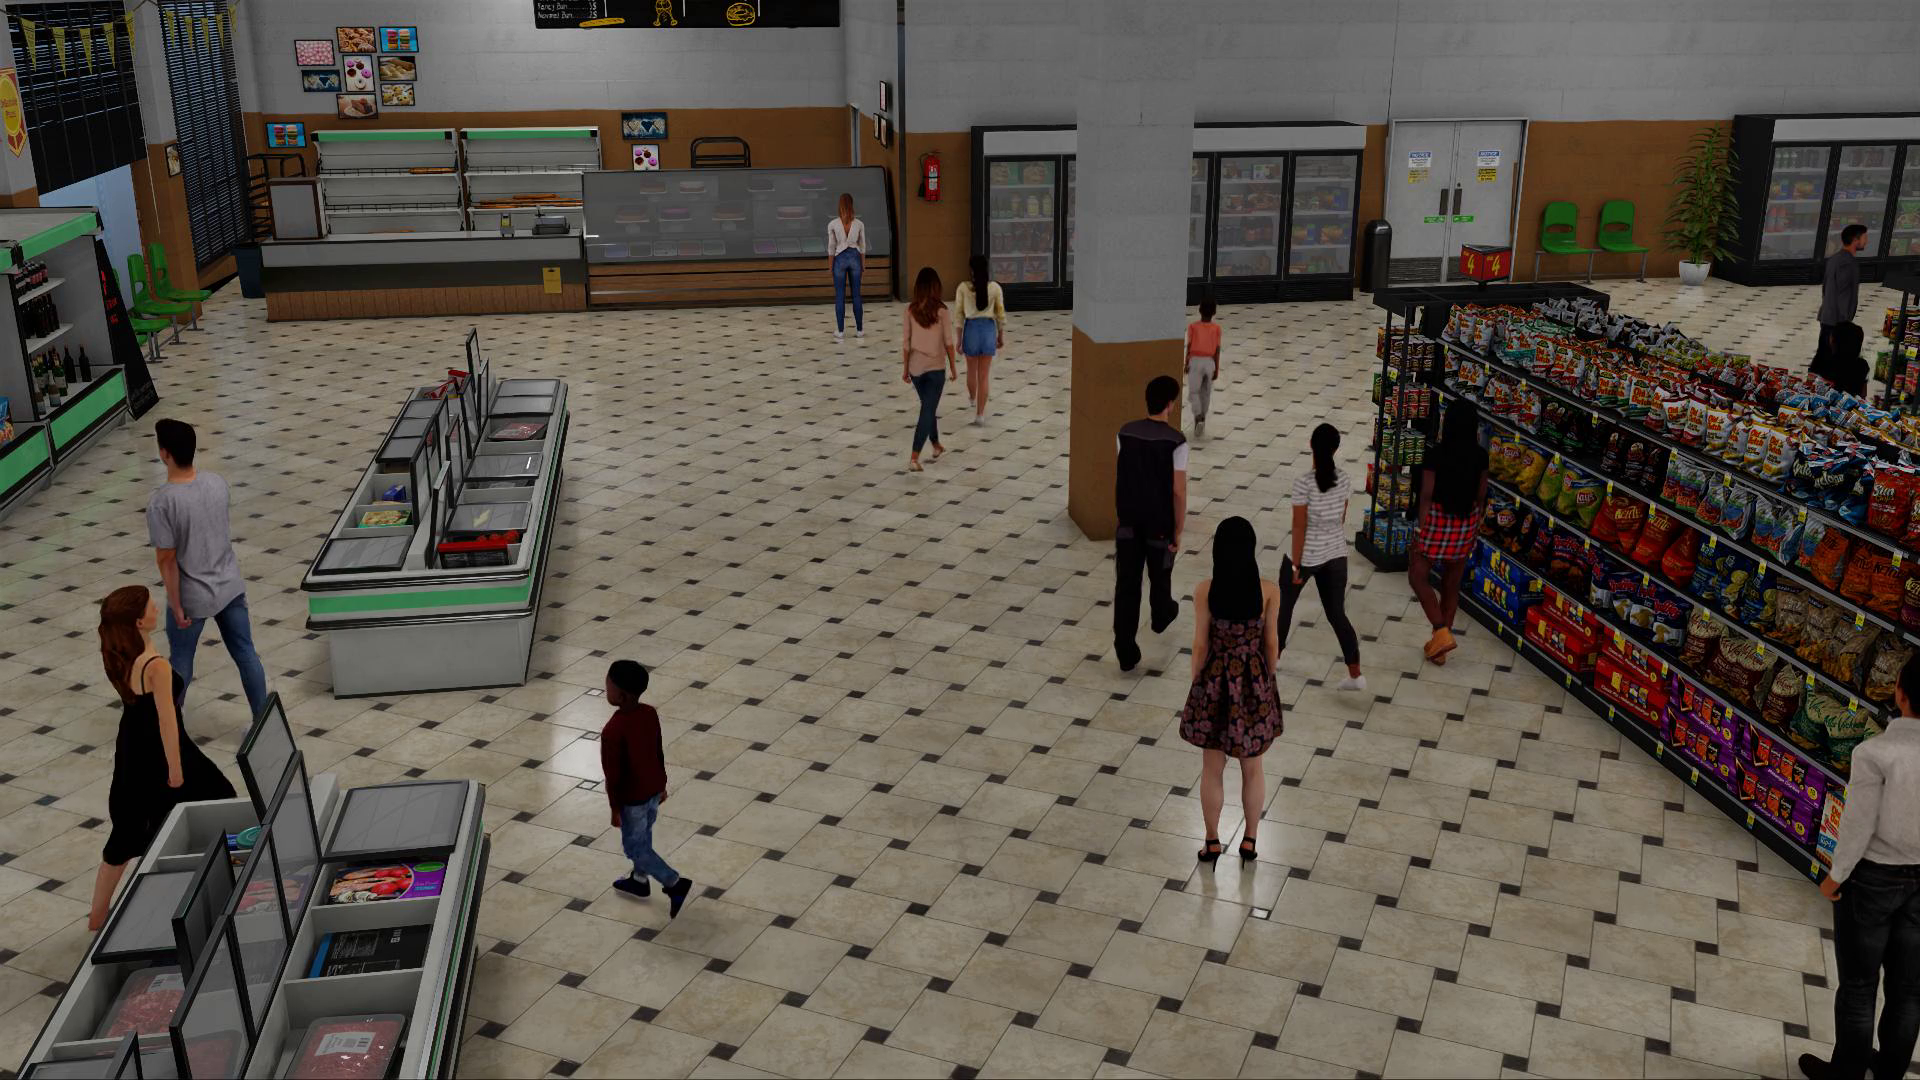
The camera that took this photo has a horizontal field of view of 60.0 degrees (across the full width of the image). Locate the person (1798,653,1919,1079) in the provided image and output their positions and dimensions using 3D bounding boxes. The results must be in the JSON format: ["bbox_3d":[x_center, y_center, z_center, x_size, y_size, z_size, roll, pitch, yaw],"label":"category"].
[{"bbox_3d":[3.508,1.280,6.258,0.661,1.811,0.550,-2,19,-6],"label":"person"}]

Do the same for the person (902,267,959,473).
[{"bbox_3d":[-0.297,-1.418,14.368,0.985,1.741,1.250,6,19,17],"label":"person"}]

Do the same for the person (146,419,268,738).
[{"bbox_3d":[-4.084,0.288,9.153,1.217,1.841,1.159,13,23,34],"label":"person"}]

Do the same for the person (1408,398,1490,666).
[{"bbox_3d":[3.021,0.004,10.200,0.598,1.710,0.762,-4,19,-11],"label":"person"}]

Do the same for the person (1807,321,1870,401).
[{"bbox_3d":[6.570,-0.761,12.485,0.838,1.699,1.217,2,19,6],"label":"person"}]

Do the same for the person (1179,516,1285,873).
[{"bbox_3d":[1.297,0.741,7.913,0.716,1.774,0.729,0,19,1],"label":"person"}]

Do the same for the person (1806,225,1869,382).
[{"bbox_3d":[8.655,-2.183,16.433,0.820,1.871,0.655,3,19,10],"label":"person"}]

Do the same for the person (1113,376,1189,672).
[{"bbox_3d":[1.118,-0.062,10.257,1.049,1.798,1.250,8,20,21],"label":"person"}]

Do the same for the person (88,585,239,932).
[{"bbox_3d":[-3.683,1.007,7.425,1.031,1.583,1.138,11,21,29],"label":"person"}]

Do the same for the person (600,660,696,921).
[{"bbox_3d":[-1.419,1.149,7.548,0.804,1.235,0.788,10,21,27],"label":"person"}]

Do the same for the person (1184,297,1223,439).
[{"bbox_3d":[2.282,-1.625,15.680,0.571,1.294,0.919,0,19,0],"label":"person"}]

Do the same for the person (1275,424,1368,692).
[{"bbox_3d":[2.195,0.153,9.929,0.695,1.601,1.128,-7,20,-21],"label":"person"}]

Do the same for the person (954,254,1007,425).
[{"bbox_3d":[0.194,-1.904,16.059,0.785,1.582,1.137,0,19,-1],"label":"person"}]

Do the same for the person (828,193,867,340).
[{"bbox_3d":[-1.354,-3.288,19.950,0.617,1.719,0.521,-4,19,-12],"label":"person"}]
